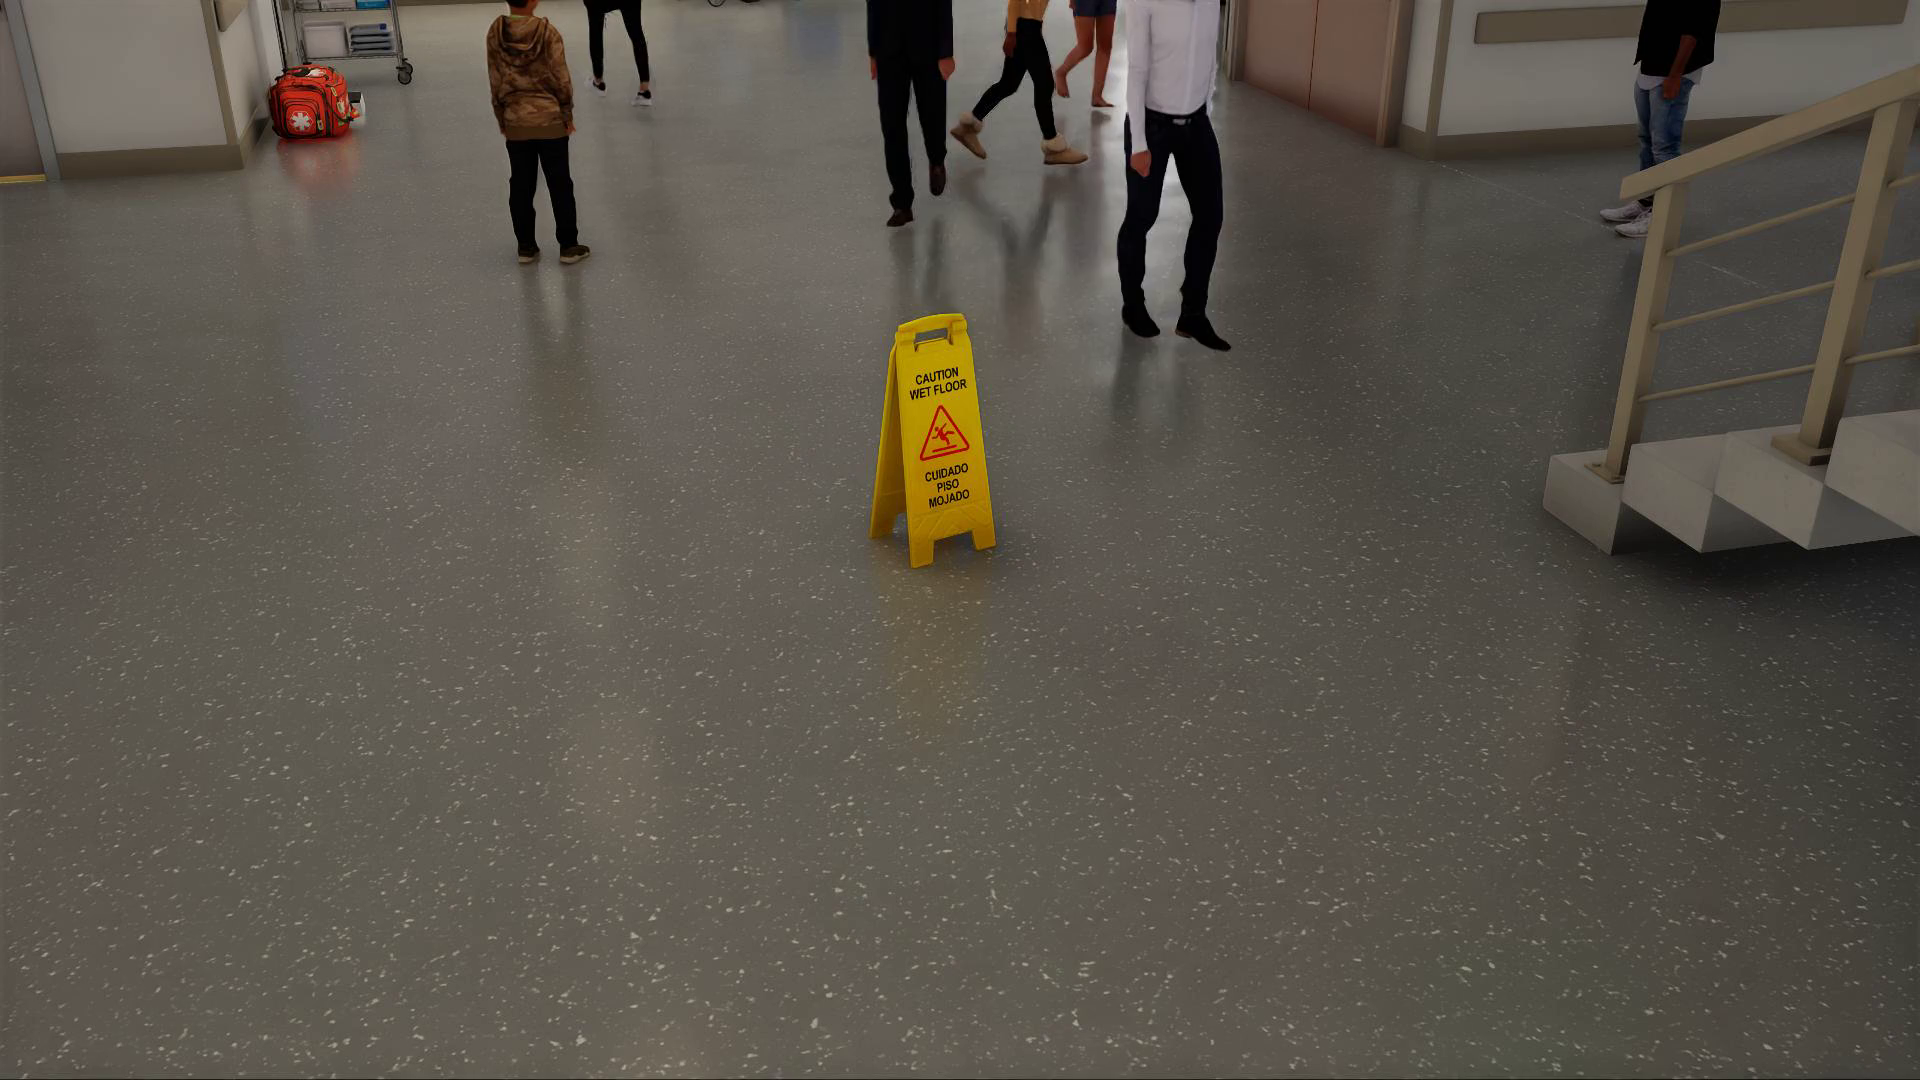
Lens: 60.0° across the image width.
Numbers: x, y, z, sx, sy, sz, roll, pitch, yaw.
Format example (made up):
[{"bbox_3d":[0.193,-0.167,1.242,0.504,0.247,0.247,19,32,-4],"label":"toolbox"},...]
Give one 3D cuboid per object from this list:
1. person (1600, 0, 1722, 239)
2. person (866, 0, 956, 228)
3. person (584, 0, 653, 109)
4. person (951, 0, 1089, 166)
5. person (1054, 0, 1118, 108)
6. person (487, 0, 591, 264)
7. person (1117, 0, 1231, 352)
[{"bbox_3d":[3.753,-2.528,8.744,0.833,1.813,0.678,3,26,6],"label":"person"},{"bbox_3d":[-0.242,-2.642,8.942,0.923,1.846,1.147,5,26,10],"label":"person"},{"bbox_3d":[-2.375,-3.860,11.582,0.901,1.747,1.279,-17,30,-31],"label":"person"},{"bbox_3d":[0.310,-3.099,10.155,1.071,1.616,1.170,7,27,14],"label":"person"},{"bbox_3d":[0.903,-3.890,11.800,0.727,1.612,0.824,-19,31,-34],"label":"person"},{"bbox_3d":[-2.123,-2.107,8.282,0.644,1.455,0.657,1,26,3],"label":"person"},{"bbox_3d":[0.848,-1.782,7.161,0.720,1.844,0.926,-11,28,-22],"label":"person"}]
